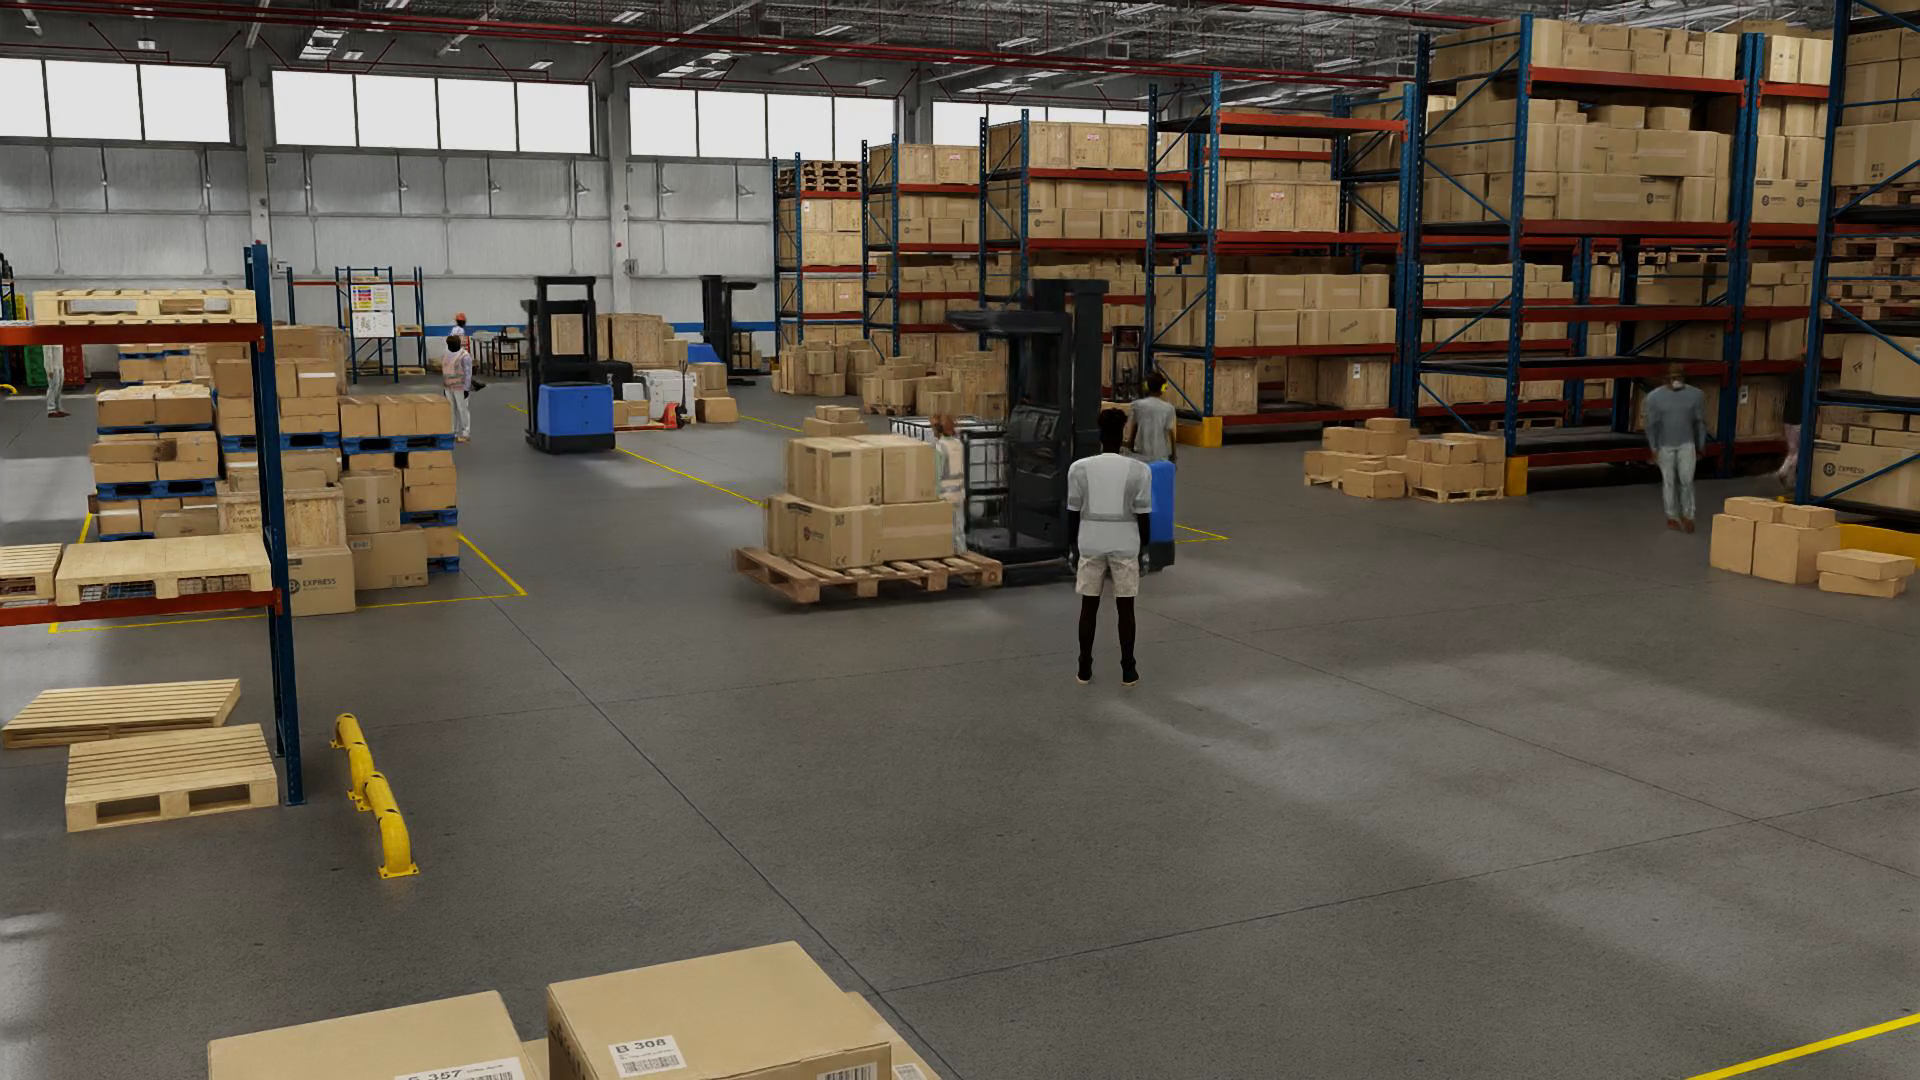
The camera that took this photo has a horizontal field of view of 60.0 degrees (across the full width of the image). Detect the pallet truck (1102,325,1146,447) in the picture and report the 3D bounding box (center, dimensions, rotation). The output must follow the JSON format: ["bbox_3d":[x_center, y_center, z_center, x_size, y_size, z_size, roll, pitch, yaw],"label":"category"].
[{"bbox_3d":[2.881,-2.596,27.923,0.823,1.965,1.885,-1,9,-7],"label":"pallet truck"}]

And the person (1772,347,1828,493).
[{"bbox_3d":[10.912,-1.563,21.629,0.644,1.968,0.628,-2,9,-12],"label":"person"}]

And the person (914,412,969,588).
[{"bbox_3d":[-0.204,-0.368,15.291,0.676,1.612,0.531,7,11,35],"label":"person"}]

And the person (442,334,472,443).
[{"bbox_3d":[-8.569,-2.571,28.270,0.623,1.839,0.429,6,11,31],"label":"person"}]

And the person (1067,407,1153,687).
[{"bbox_3d":[1.044,0.051,11.645,0.603,1.957,0.386,2,9,13],"label":"person"}]

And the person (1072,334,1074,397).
[{"bbox_3d":[1.822,-2.472,27.464,0.578,1.899,0.468,0,9,0],"label":"person"}]

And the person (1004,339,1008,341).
[{"bbox_3d":[1.066,-4.081,38.101,0.568,1.679,0.540,-2,9,-14],"label":"person"}]

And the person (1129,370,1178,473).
[{"bbox_3d":[2.049,-0.885,17.748,0.553,1.856,0.458,4,10,21],"label":"person"}]

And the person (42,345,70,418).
[{"bbox_3d":[-18.015,-3.391,33.095,0.368,1.931,0.631,-2,9,-9],"label":"person"}]

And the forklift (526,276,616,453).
[{"bbox_3d":[-6.361,-2.888,27.007,1.129,2.768,1.873,-4,10,-25],"label":"forklift"}]

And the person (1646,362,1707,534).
[{"bbox_3d":[7.948,-1.020,18.476,0.659,1.900,0.752,3,10,17],"label":"person"}]

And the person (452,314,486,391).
[{"bbox_3d":[-11.995,-4.511,40.148,0.985,1.883,0.549,-9,13,-44],"label":"person"}]

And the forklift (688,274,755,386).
[{"bbox_3d":[-6.222,-5.257,41.706,1.873,2.768,1.129,-4,10,-22],"label":"forklift"}]

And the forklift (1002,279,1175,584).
[{"bbox_3d":[1.038,-1.095,15.881,1.873,2.768,1.129,-4,10,-25],"label":"forklift"}]
